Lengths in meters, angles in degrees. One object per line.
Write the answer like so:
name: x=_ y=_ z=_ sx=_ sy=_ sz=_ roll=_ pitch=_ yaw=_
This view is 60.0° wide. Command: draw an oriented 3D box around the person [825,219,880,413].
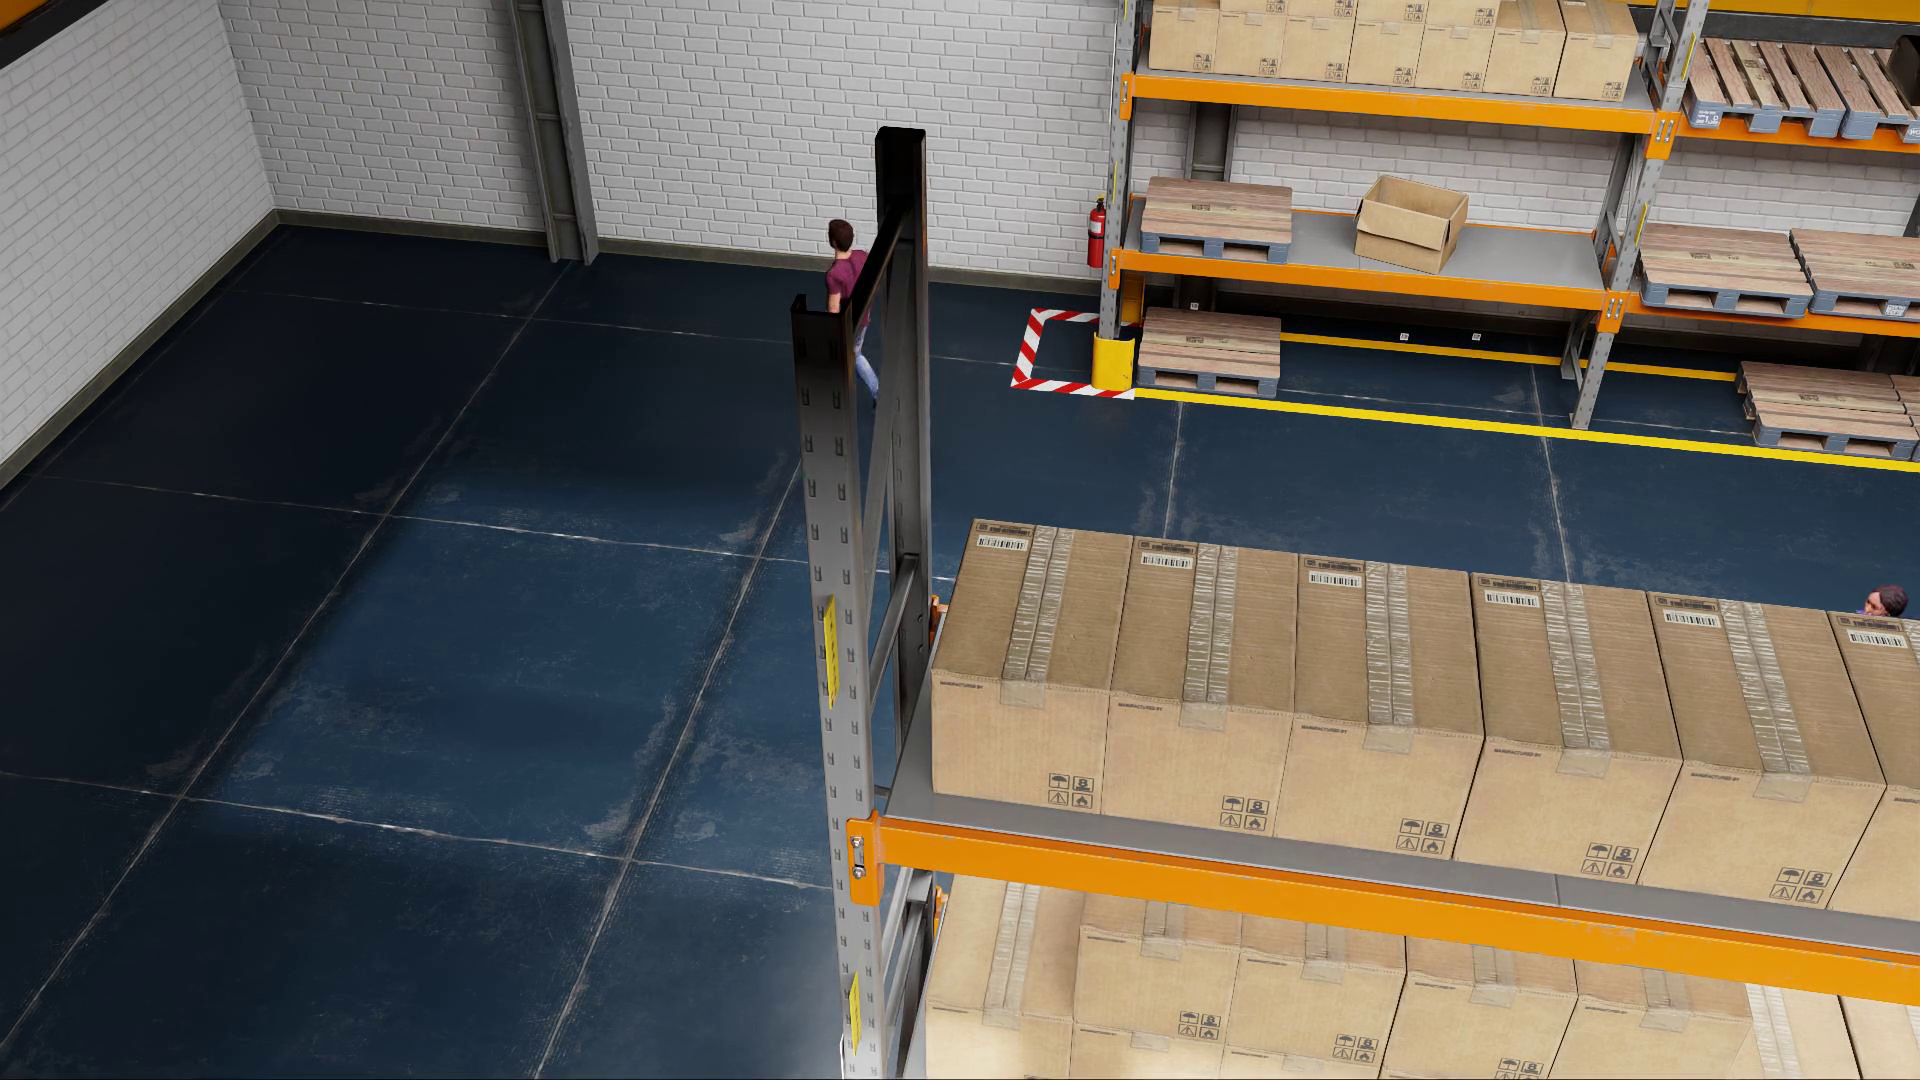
person: x=-0.844 y=-1.721 z=13.405 sx=0.954 sy=1.843 sz=0.863 roll=26 pitch=45 yaw=29
